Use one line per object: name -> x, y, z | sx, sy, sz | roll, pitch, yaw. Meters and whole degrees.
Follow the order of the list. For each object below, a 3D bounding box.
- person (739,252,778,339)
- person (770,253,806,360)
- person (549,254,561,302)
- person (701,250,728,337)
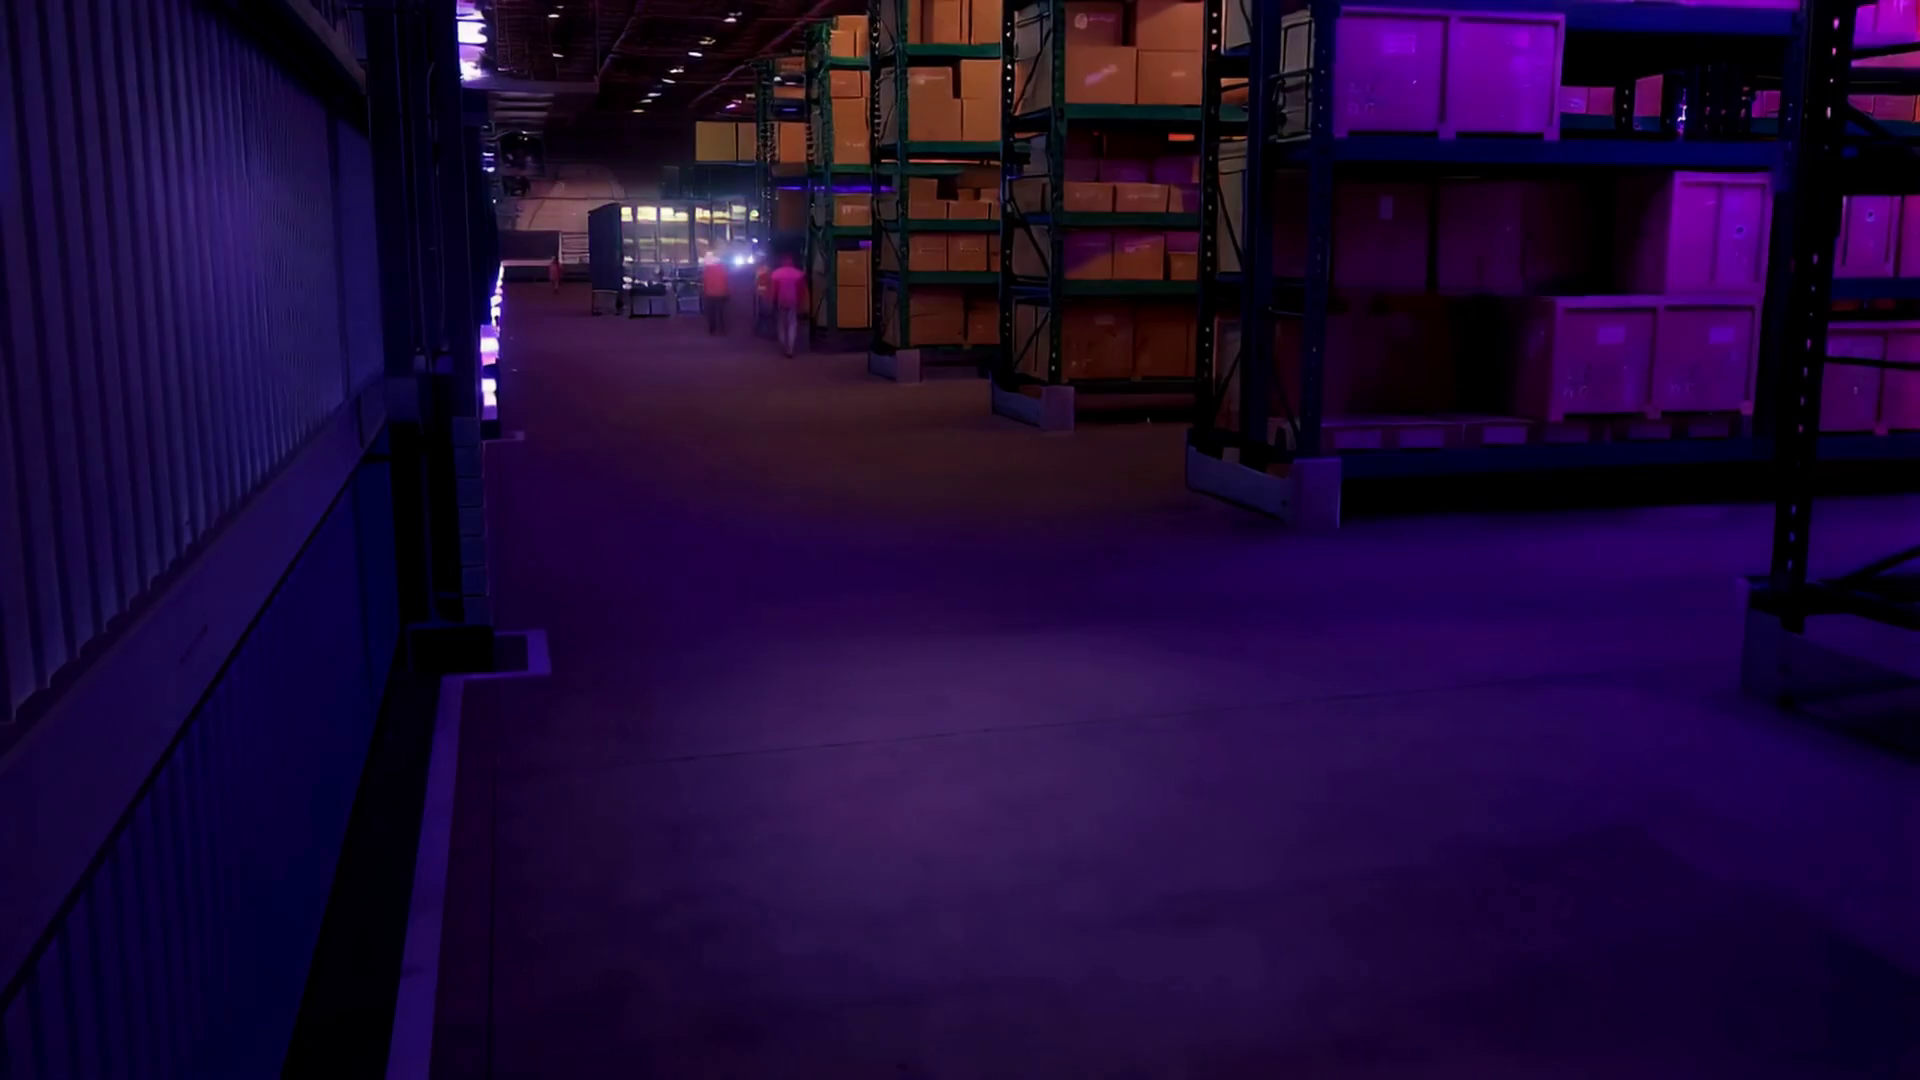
person -> -4.393, -5.334, 36.346 | 0.986, 1.897, 0.626 | -3, 10, -16
person -> -3.100, -4.199, 29.919 | 0.655, 1.894, 0.991 | -1, 10, -8
person -> -14.795, -9.565, 60.719 | 0.327, 1.753, 0.563 | 5, 11, 27
person -> -5.489, -5.549, 37.484 | 0.653, 1.944, 1.000 | 1, 10, 8
